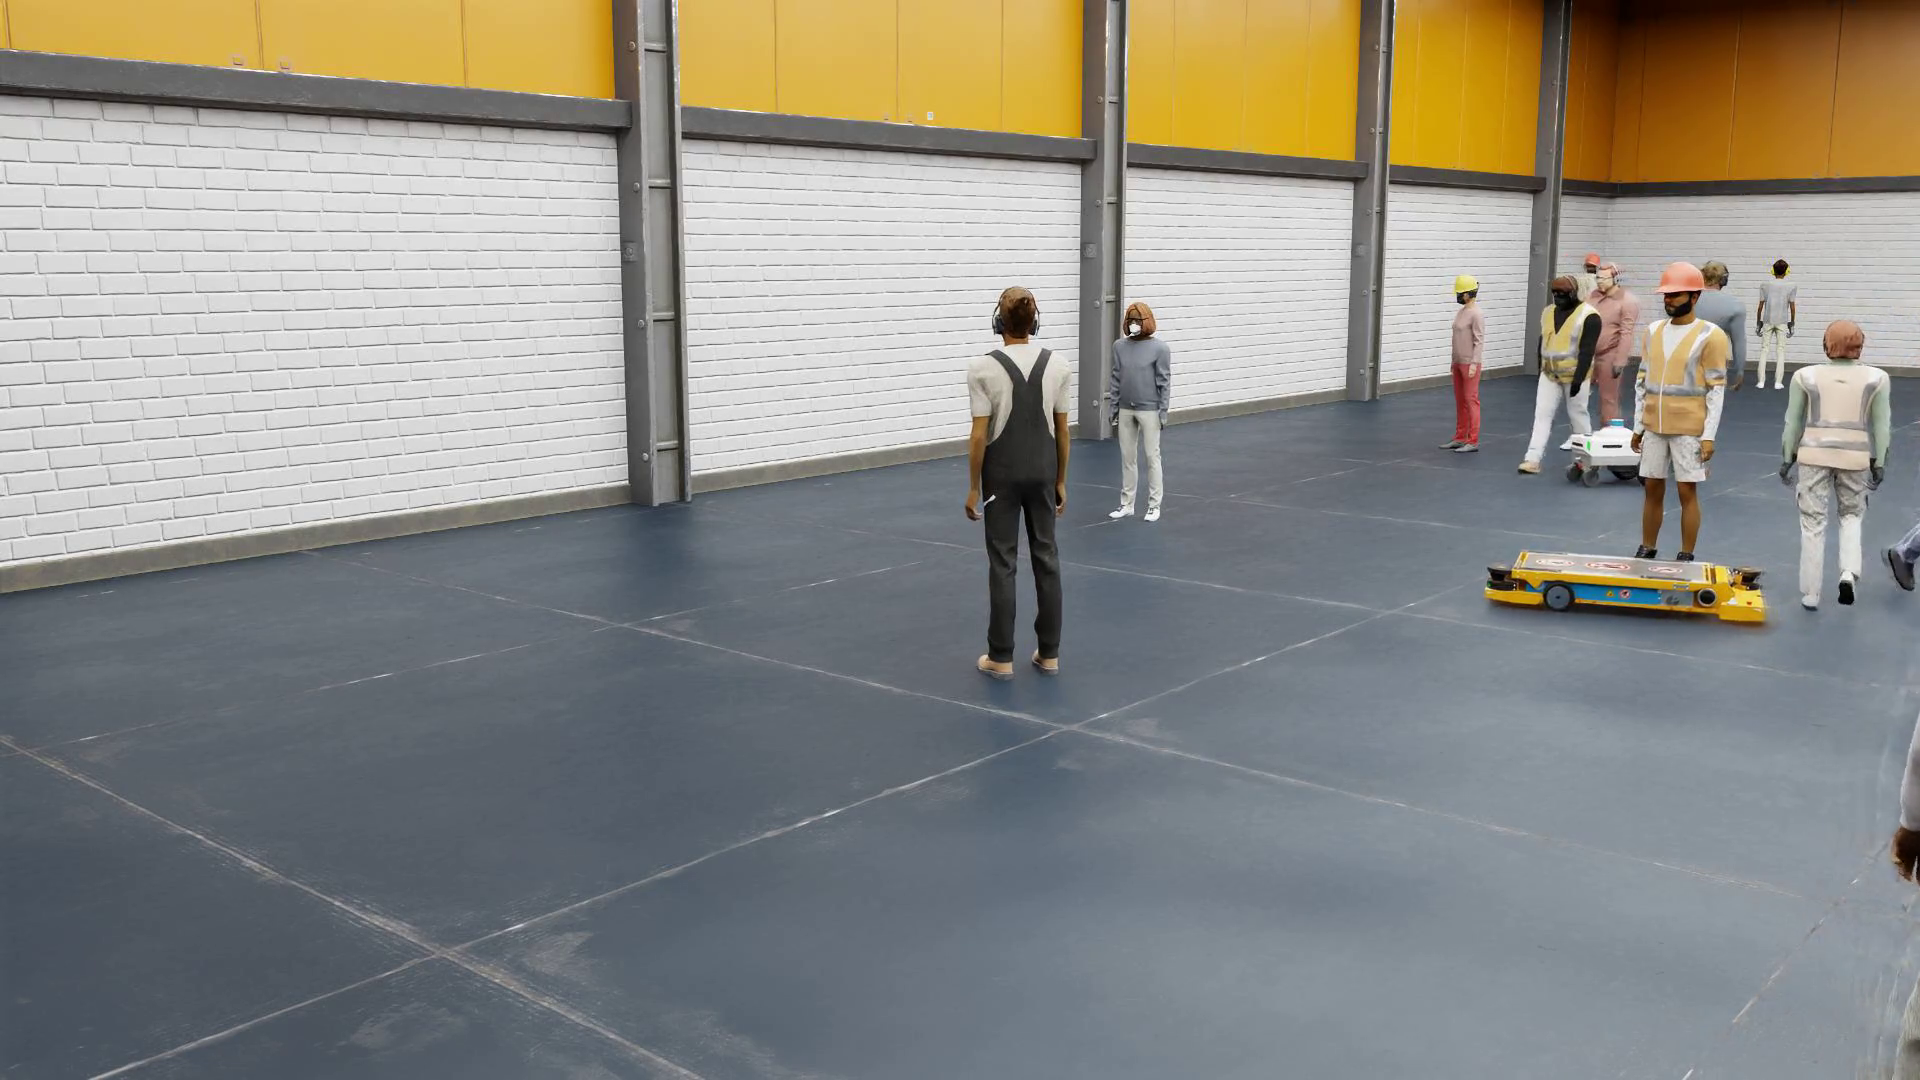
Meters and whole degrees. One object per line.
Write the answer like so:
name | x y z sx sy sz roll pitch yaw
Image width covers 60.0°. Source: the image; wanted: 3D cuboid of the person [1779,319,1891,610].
person | 4.880 -0.414 9.308 0.528 1.625 0.368 4 11 22

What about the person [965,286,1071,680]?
person | 0.269 -0.262 7.826 0.507 1.846 0.351 -3 10 -16

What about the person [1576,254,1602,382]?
person | 9.395 -3.305 24.916 0.629 1.941 1.053 9 13 42

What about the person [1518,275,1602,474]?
person | 5.439 -1.478 14.939 0.881 1.790 0.653 -7 12 -35

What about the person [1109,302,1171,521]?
person | 1.336 -0.953 12.394 0.499 1.628 0.278 8 13 38

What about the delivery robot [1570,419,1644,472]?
delivery robot | 5.615 -0.793 14.248 0.707 0.478 0.477 -1 10 -8

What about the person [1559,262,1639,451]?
person | 6.284 -1.783 16.393 0.726 1.873 0.659 -7 12 -34

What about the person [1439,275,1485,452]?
person | 5.012 -1.748 16.540 0.326 1.761 0.523 -1 10 -7

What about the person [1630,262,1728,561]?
person | 4.266 -0.681 9.952 0.372 1.939 0.544 -6 12 -32

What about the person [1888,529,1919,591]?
person | 5.713 -0.488 9.405 0.536 1.740 0.702 -3 11 -19

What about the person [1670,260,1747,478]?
person | 6.577 -1.500 14.667 0.650 1.916 0.519 9 13 42

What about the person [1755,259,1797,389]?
person | 11.774 -3.107 24.010 0.510 1.859 0.323 6 11 29

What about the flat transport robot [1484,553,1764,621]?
flat transport robot | 3.755 0.244 9.427 1.431 0.197 0.652 4 11 23

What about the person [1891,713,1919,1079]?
person | 1.997 0.607 3.089 0.407 1.789 0.722 0 10 -3
